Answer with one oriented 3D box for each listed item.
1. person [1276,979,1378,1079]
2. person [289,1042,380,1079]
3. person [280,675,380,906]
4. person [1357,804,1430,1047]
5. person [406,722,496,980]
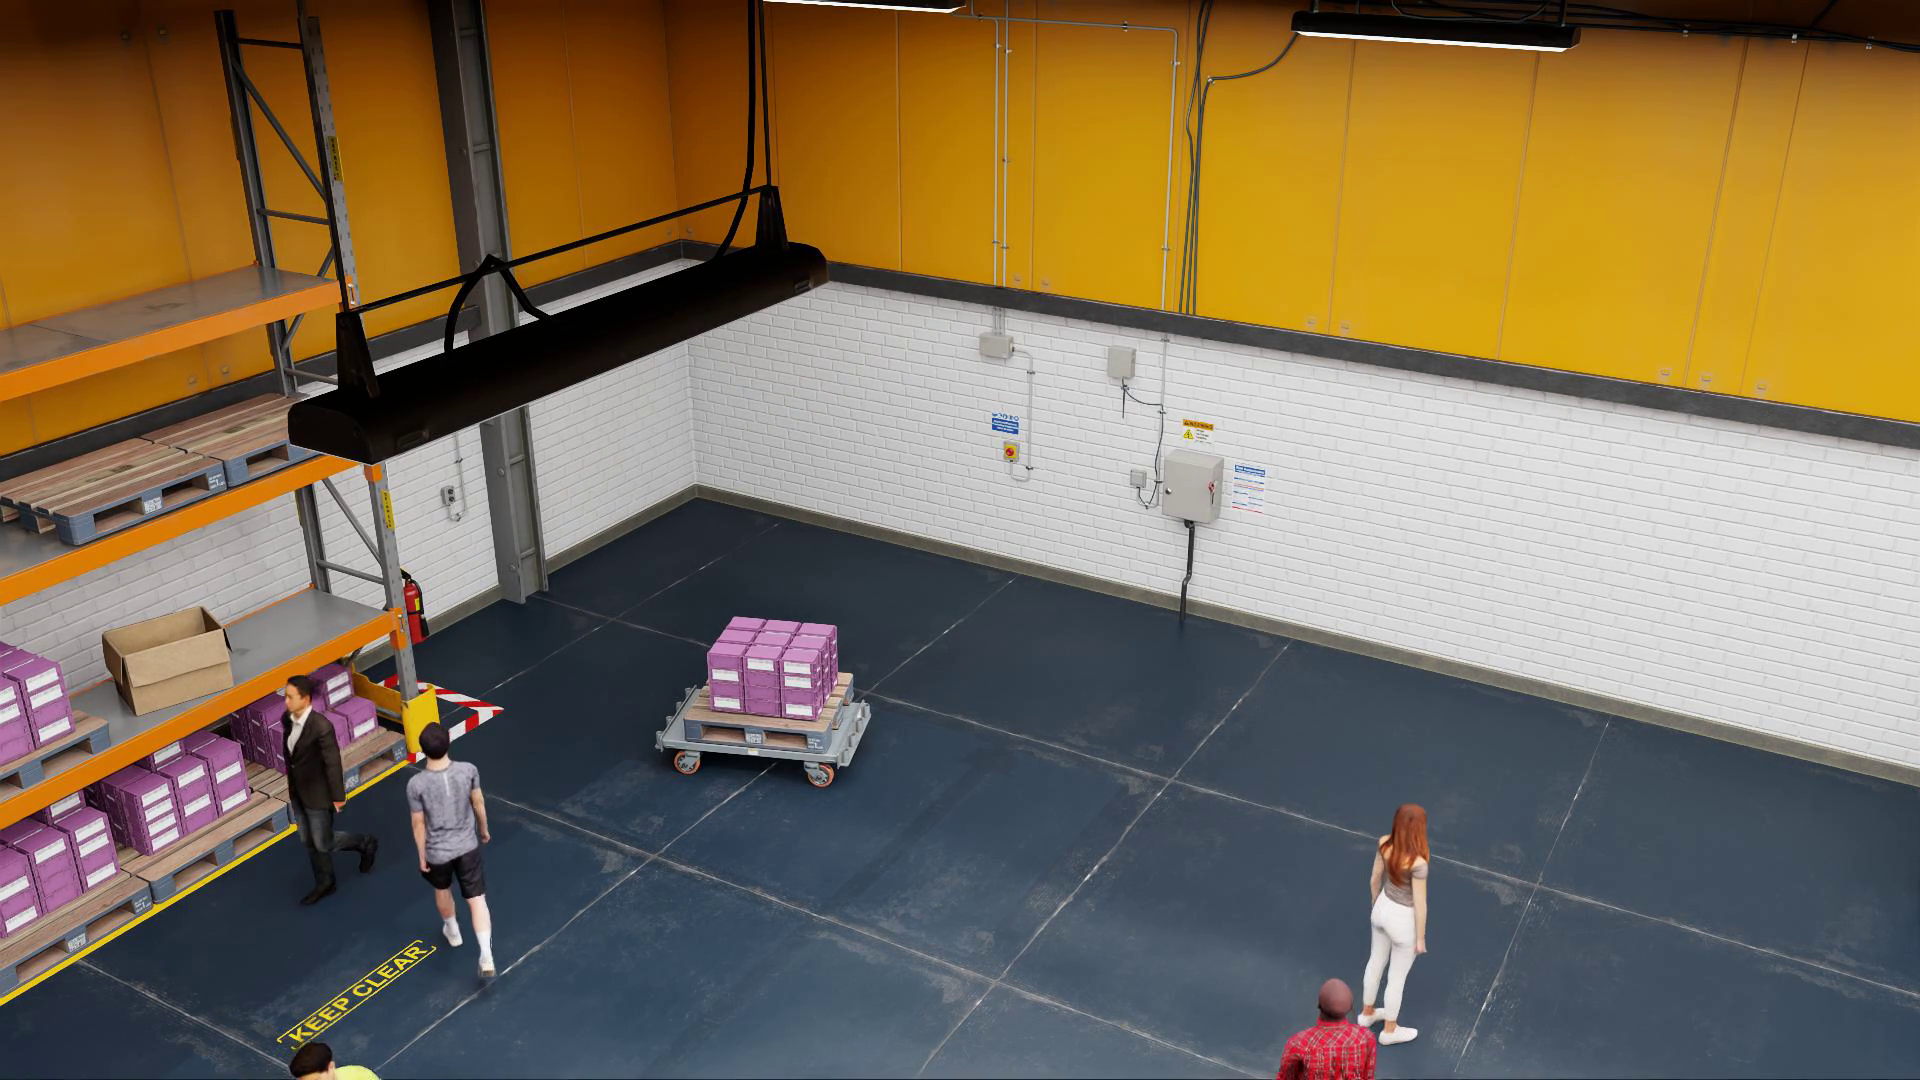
[{"bbox_3d":[1.939,3.173,8.842,1.149,1.774,1.321,-2,24,-5],"label":"person"},{"bbox_3d":[-3.230,3.229,8.866,1.046,1.653,1.080,-12,26,-26],"label":"person"},{"bbox_3d":[-4.610,1.768,12.037,0.725,1.791,0.889,16,28,32],"label":"person"},{"bbox_3d":[2.773,2.430,10.605,0.674,1.724,0.672,-13,27,-28],"label":"person"},{"bbox_3d":[-3.390,2.108,11.190,1.195,1.844,1.118,-12,26,-26],"label":"person"}]
